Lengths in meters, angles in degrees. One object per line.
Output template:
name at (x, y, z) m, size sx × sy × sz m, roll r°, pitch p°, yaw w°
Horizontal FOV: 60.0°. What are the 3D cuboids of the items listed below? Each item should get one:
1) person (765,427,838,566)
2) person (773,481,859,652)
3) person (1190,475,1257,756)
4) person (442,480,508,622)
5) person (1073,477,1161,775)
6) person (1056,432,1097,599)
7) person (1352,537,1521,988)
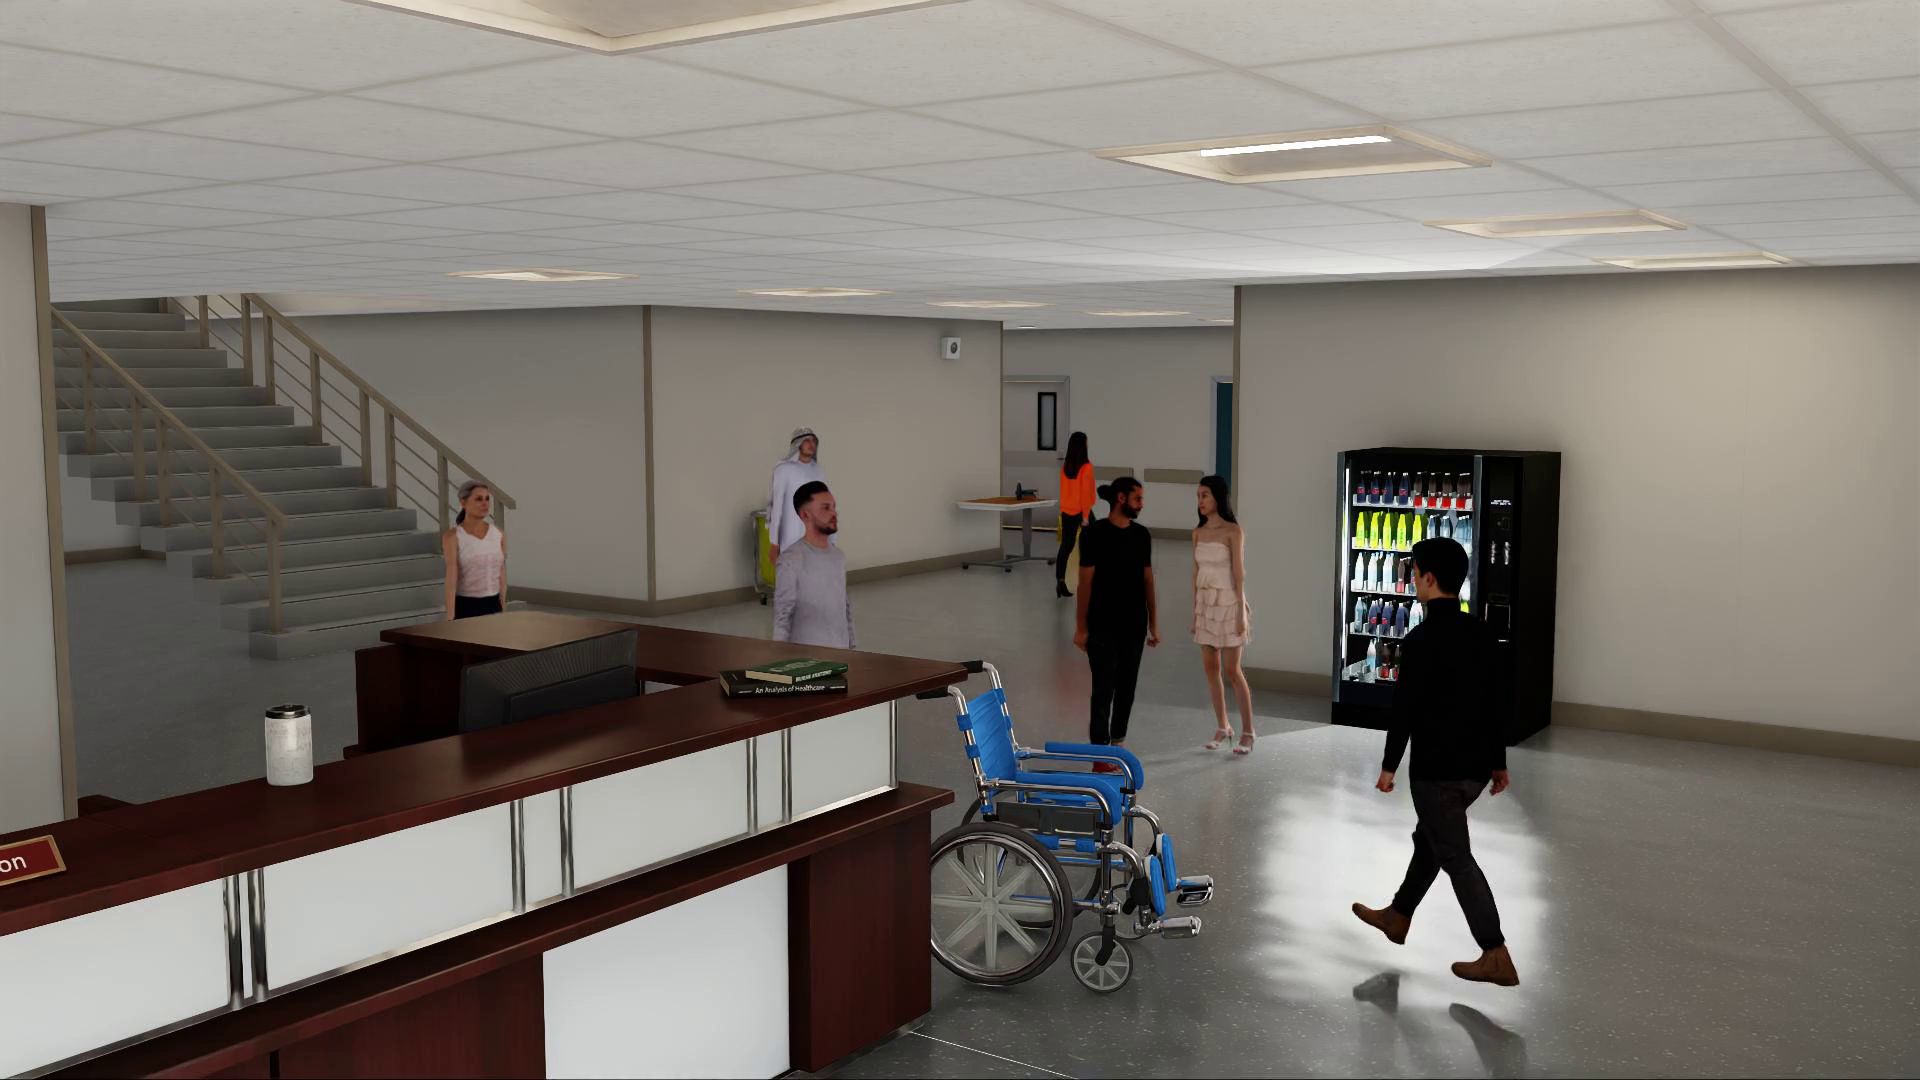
person at (-1.348, 0.052, 13.389) m, size 0.852 × 1.911 × 0.754 m, roll 5°, pitch 8°, yaw 40°
person at (-0.766, 0.624, 8.085) m, size 0.642 × 1.834 × 0.723 m, roll 3°, pitch 7°, yaw 29°
person at (1.633, 0.472, 10.207) m, size 0.716 × 1.712 × 0.618 m, roll -4°, pitch 7°, yaw -37°
person at (-3.061, 0.477, 10.306) m, size 0.988 × 1.682 × 0.619 m, roll 4°, pitch 7°, yaw 36°
person at (0.922, 0.515, 9.812) m, size 0.963 × 1.705 × 1.094 m, roll -2°, pitch 6°, yaw -17°
person at (1.156, -0.241, 17.235) m, size 0.876 × 1.724 × 0.989 m, roll -4°, pitch 7°, yaw -37°
person at (1.923, 0.875, 6.375) m, size 0.884 × 1.677 × 1.175 m, roll -4°, pitch 7°, yaw -36°
